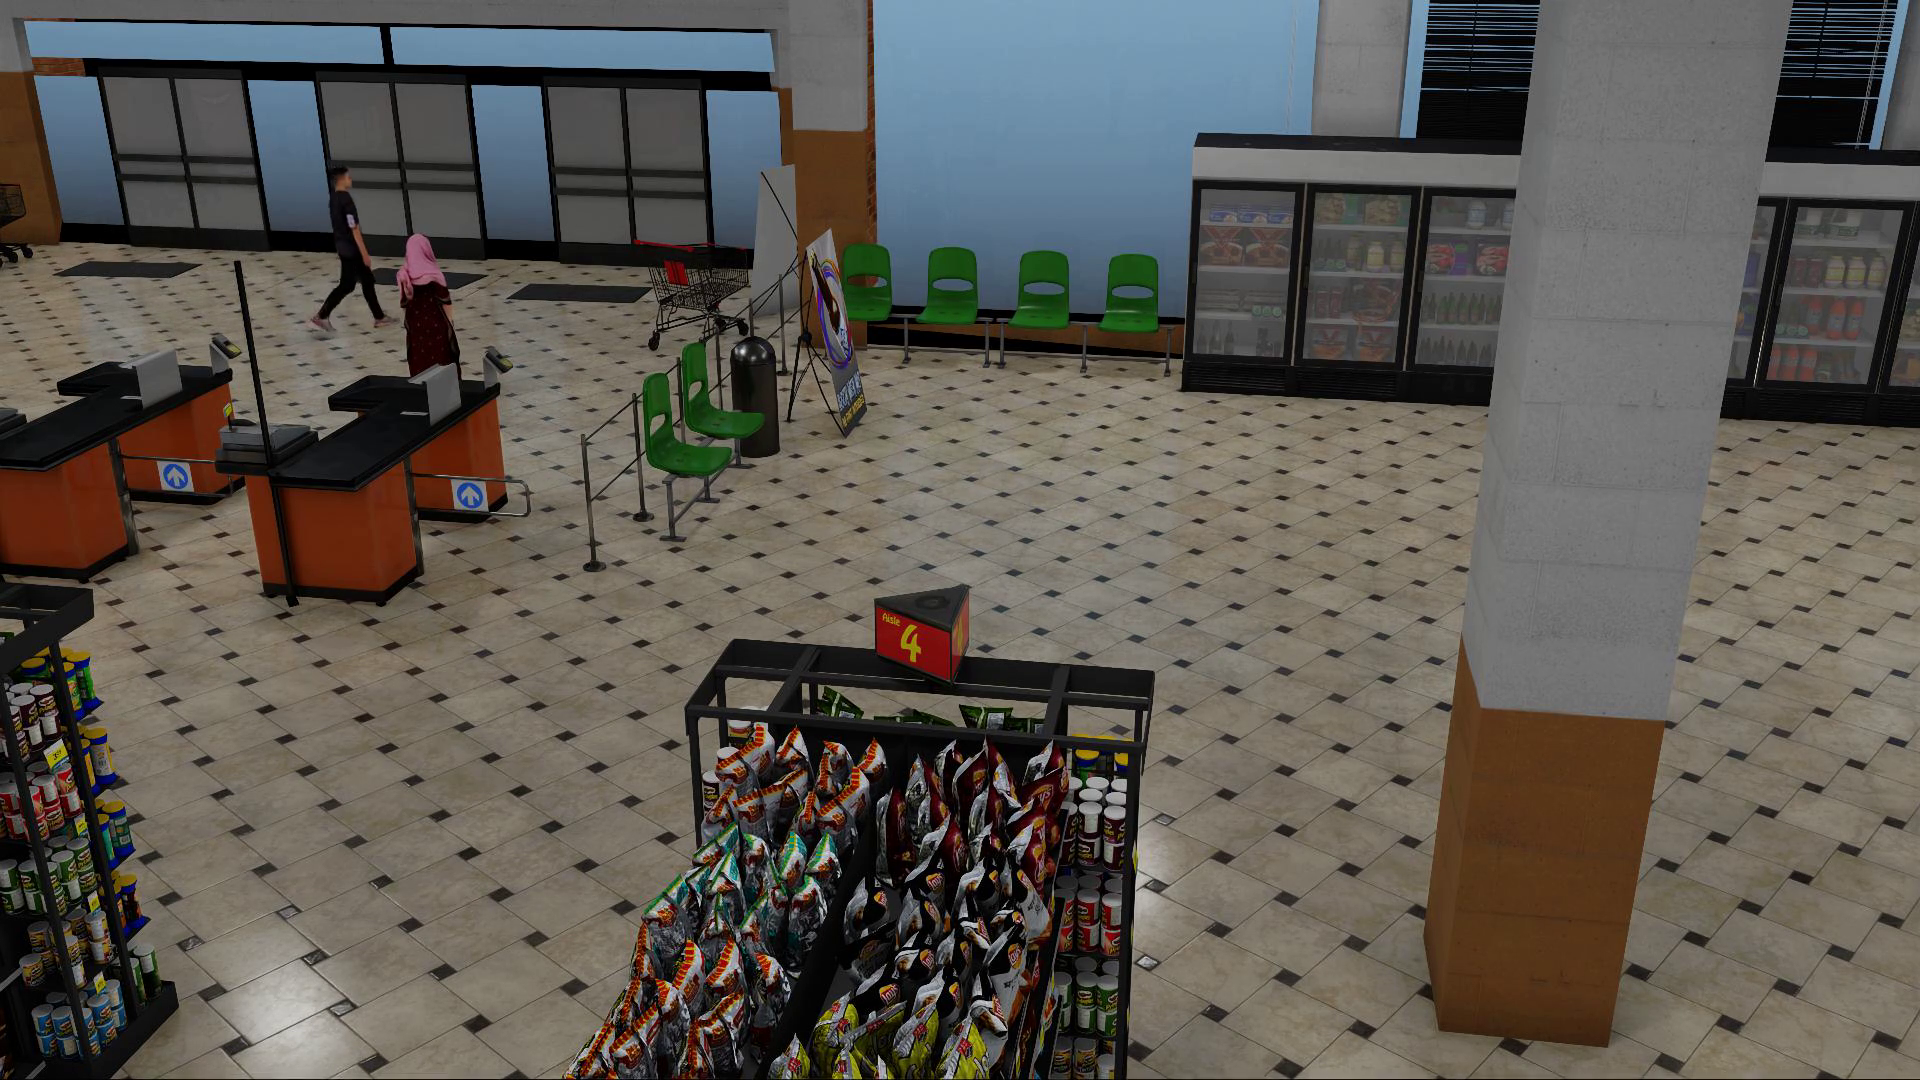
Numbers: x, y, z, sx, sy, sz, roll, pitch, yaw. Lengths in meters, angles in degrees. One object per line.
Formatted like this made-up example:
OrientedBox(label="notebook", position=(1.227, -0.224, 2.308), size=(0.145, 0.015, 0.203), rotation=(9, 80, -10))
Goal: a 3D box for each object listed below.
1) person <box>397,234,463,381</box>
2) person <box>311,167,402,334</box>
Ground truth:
OrientedBox(label="person", position=(-4.795, -1.954, 15.006), size=(0.641, 1.639, 0.575), rotation=(4, 22, 9))
OrientedBox(label="person", position=(-6.499, -3.011, 17.514), size=(1.165, 1.730, 1.170), rotation=(-11, 25, -26))
